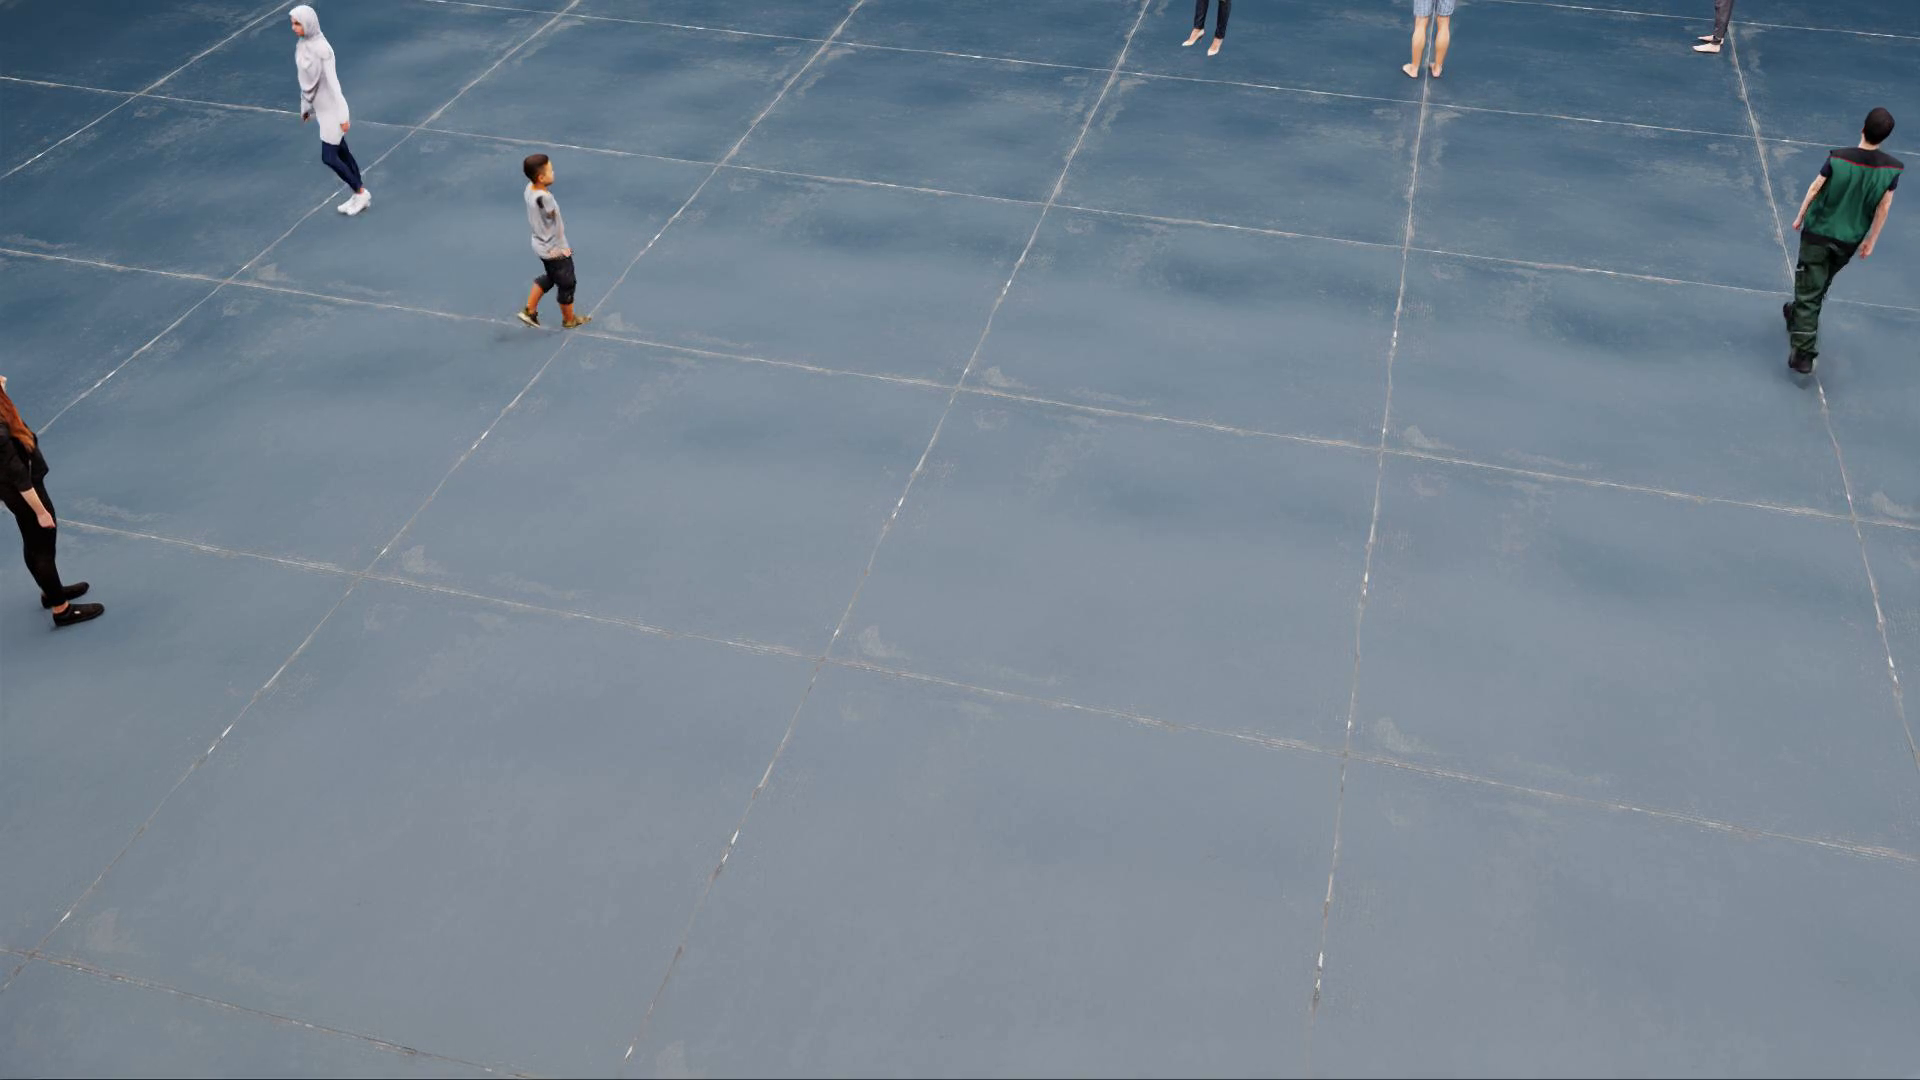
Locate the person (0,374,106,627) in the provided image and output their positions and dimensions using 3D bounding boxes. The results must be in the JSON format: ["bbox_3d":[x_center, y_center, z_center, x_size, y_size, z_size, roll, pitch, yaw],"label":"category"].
[{"bbox_3d":[-5.375,-0.270,9.515,0.722,1.708,0.696,-27,45,-30],"label":"person"}]

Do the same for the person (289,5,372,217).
[{"bbox_3d":[-5.089,-3.534,13.640,0.751,1.767,0.723,-27,46,-30],"label":"person"}]

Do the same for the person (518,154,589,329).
[{"bbox_3d":[-3.060,-2.194,12.185,0.903,1.449,0.824,-25,44,-28],"label":"person"}]

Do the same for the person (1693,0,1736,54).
[{"bbox_3d":[7.665,-5.730,16.450,0.716,1.763,0.550,21,43,25],"label":"person"}]

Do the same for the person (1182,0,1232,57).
[{"bbox_3d":[2.356,-5.435,15.463,0.764,1.784,0.838,-31,48,-33],"label":"person"}]

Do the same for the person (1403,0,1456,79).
[{"bbox_3d":[4.567,-5.345,15.889,0.663,1.849,0.631,1,38,2],"label":"person"}]

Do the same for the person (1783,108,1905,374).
[{"bbox_3d":[6.138,-2.063,11.691,0.759,1.851,1.288,5,38,7],"label":"person"}]
